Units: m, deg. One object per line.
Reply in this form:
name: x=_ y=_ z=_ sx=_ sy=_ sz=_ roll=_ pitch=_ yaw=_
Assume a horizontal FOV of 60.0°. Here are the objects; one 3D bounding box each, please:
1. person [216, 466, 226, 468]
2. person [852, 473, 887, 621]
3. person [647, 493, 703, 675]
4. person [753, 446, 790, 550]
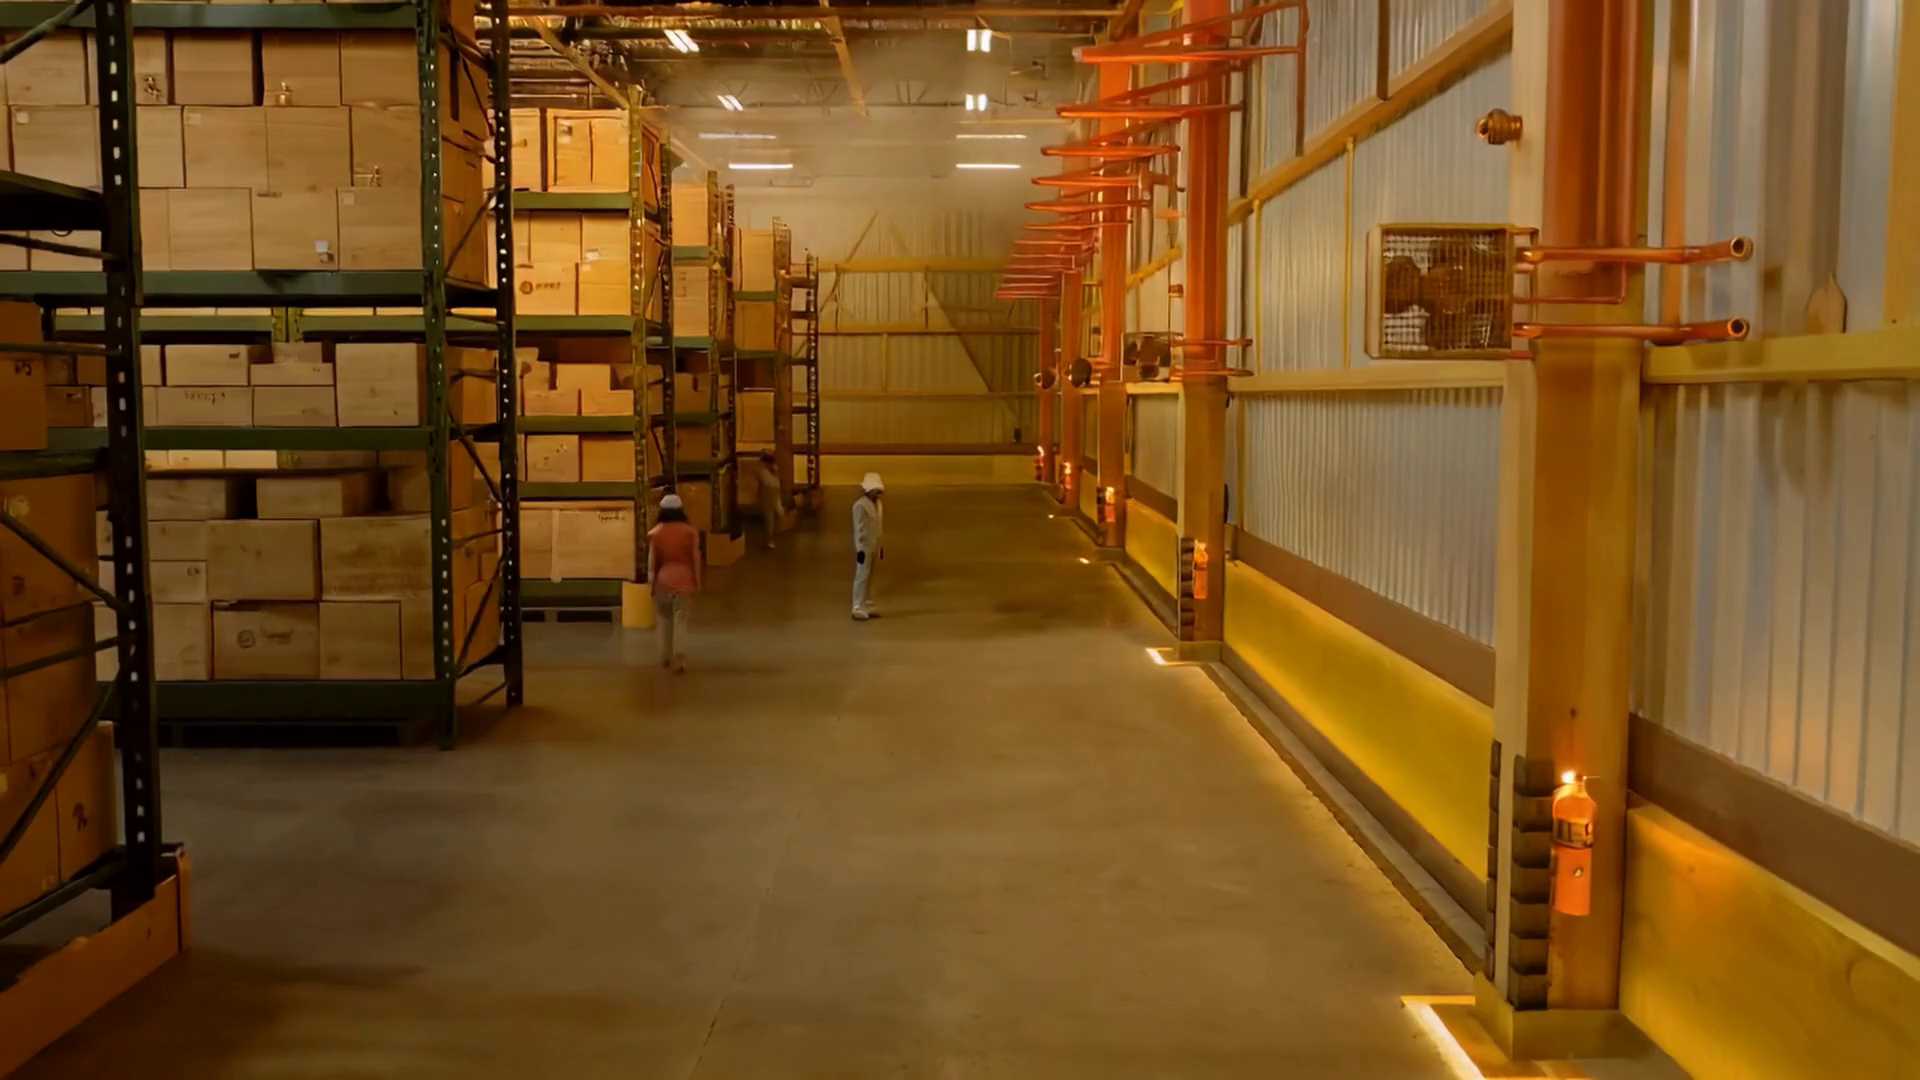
person: x=-7.227 y=0.251 z=16.355 sx=0.603 sy=1.949 sz=0.389 roll=-3 pitch=6 yaw=-34
person: x=-1.039 y=0.080 z=19.543 sx=0.351 sy=1.742 sz=0.567 roll=3 pitch=6 yaw=31
person: x=-2.721 y=0.410 z=15.934 sx=0.505 sy=1.705 sz=0.869 roll=0 pitch=5 yaw=-2
person: x=-3.216 y=-0.697 z=28.273 sx=0.641 sy=1.797 sz=0.582 roll=4 pitch=6 yaw=37
